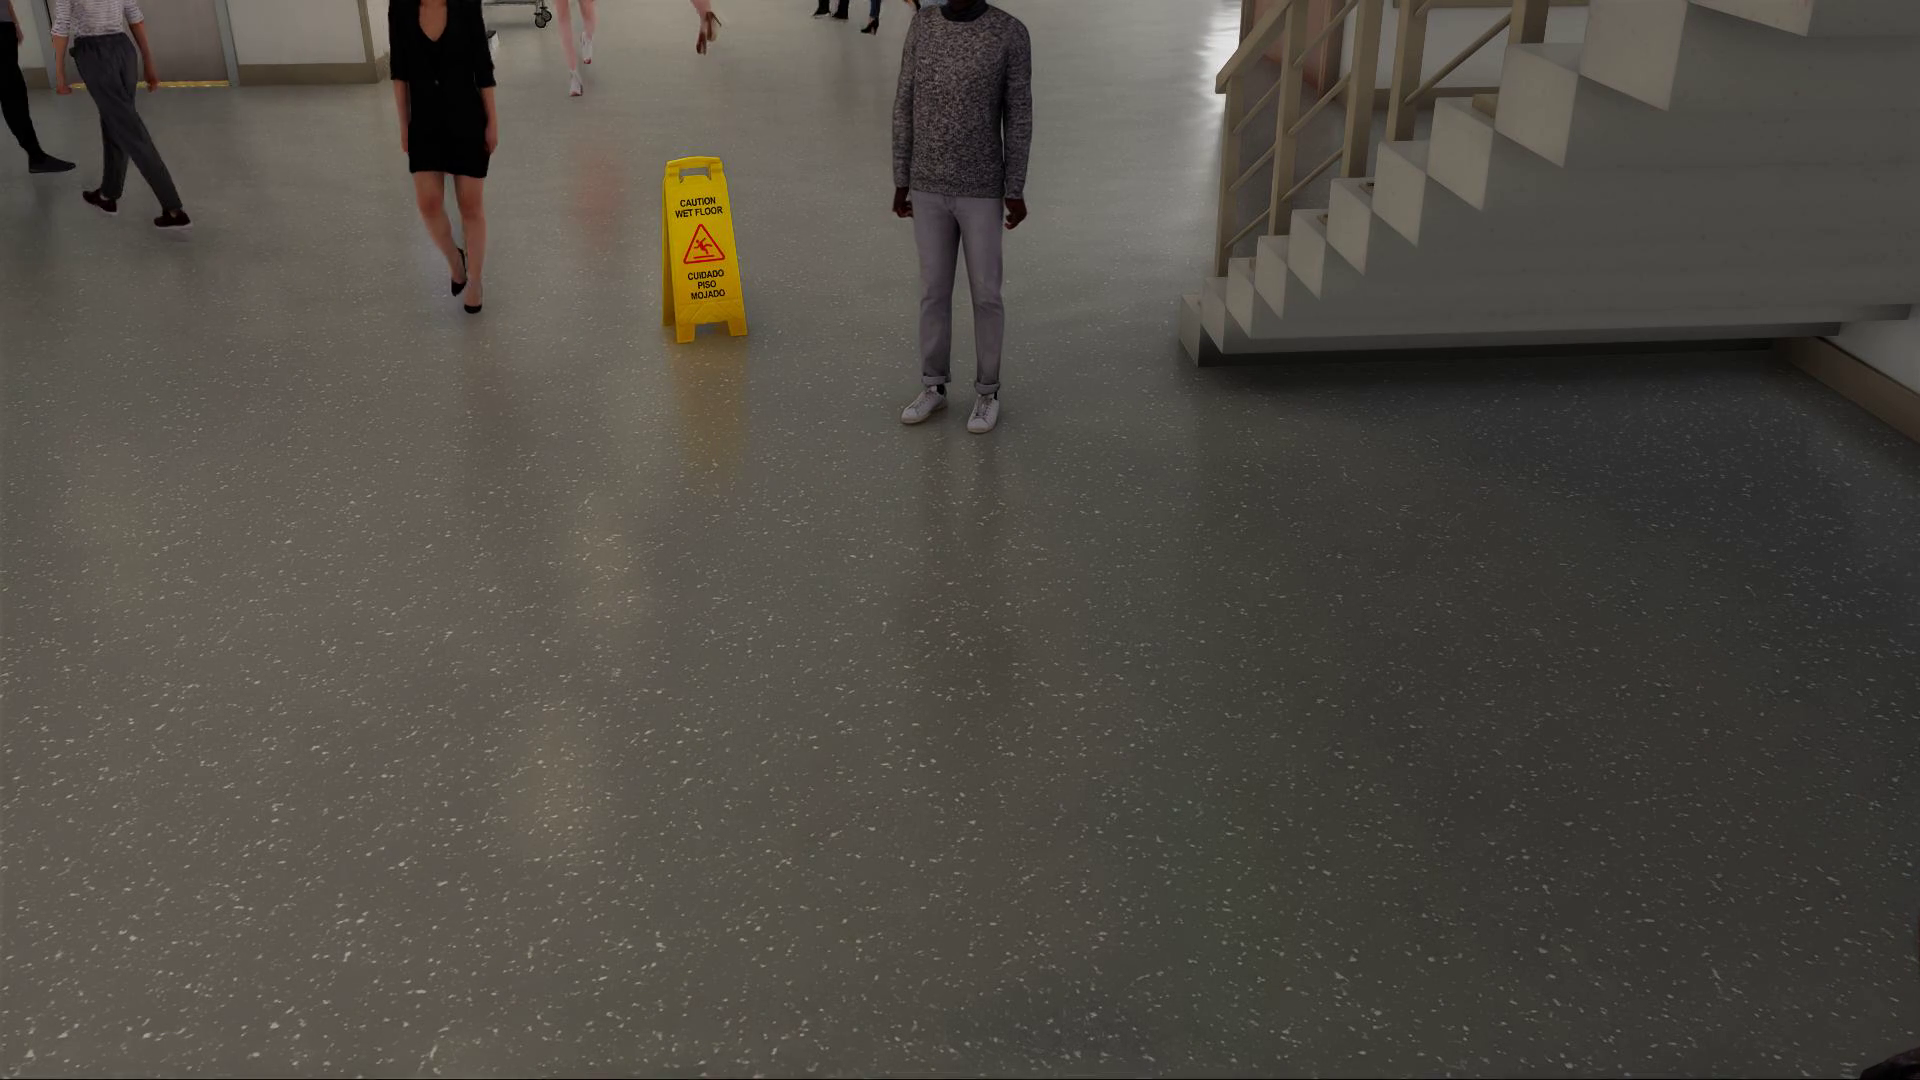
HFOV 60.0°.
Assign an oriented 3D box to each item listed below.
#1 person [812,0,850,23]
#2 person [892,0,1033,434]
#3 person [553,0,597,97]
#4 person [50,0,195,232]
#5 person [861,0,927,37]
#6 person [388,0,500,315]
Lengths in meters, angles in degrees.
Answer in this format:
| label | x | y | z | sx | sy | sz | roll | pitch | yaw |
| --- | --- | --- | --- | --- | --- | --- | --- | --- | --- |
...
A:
| label | x | y | z | sx | sy | sz | roll | pitch | yaw |
| --- | --- | --- | --- | --- | --- | --- | --- | --- | --- |
| person | -1.139 | -5.553 | 15.442 | 0.710 | 1.453 | 0.756 | -18 | 31 | -33 |
| person | 0.009 | -1.327 | 6.237 | 0.759 | 1.838 | 0.720 | 10 | 27 | 19 |
| person | -2.887 | -4.239 | 12.308 | 0.622 | 1.810 | 0.987 | -3 | 26 | -7 |
| person | -4.379 | -2.416 | 8.676 | 1.103 | 1.680 | 1.141 | 14 | 29 | 27 |
| person | -0.643 | -5.295 | 14.542 | 0.986 | 1.770 | 0.975 | 16 | 30 | 30 |
| person | -2.310 | -1.867 | 7.526 | 0.627 | 1.690 | 0.626 | -4 | 26 | -9 |
